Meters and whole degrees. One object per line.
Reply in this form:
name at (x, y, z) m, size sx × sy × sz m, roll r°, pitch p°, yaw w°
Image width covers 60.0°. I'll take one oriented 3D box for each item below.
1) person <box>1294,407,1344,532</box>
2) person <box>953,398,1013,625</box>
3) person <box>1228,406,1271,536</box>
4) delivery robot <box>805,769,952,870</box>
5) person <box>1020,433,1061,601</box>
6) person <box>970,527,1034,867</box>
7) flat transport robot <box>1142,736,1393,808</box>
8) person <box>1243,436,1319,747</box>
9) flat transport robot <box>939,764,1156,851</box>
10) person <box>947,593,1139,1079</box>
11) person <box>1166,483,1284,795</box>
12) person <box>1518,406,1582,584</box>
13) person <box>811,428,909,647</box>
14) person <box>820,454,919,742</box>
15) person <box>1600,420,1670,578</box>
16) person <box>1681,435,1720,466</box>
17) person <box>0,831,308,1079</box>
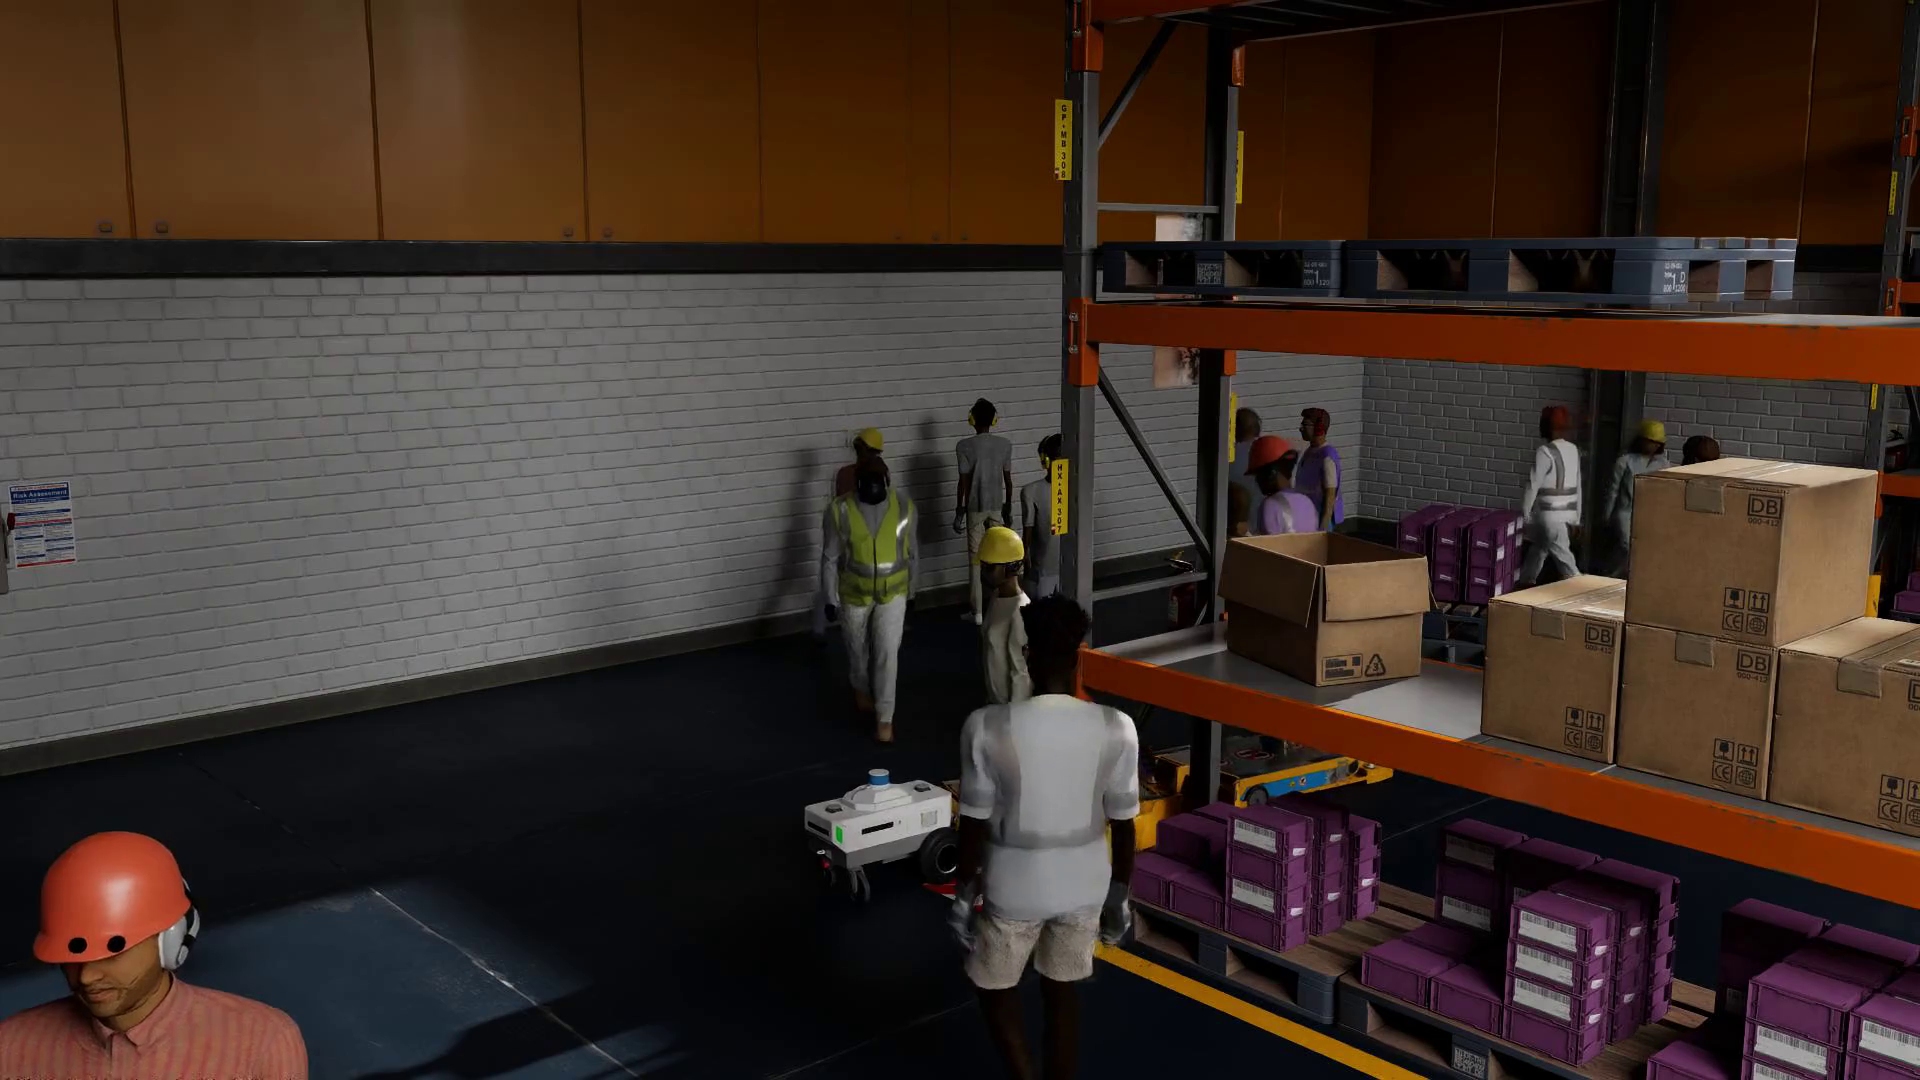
person at (2.833, -0.129, 13.201) m, size 0.390 × 1.847 × 0.562 m, roll -1°, pitch 10°, yaw -5°
person at (0.188, -0.233, 13.744) m, size 0.521 × 1.870 × 0.319 m, roll -4°, pitch 10°, yaw -20°
person at (2.140, -0.056, 12.609) m, size 0.637 × 1.915 × 0.902 m, roll -1°, pitch 10°, yaw -7°
delivery robot at (-0.392, 1.351, 8.038) m, size 0.707 × 0.478 × 0.477 m, roll -7°, pitch 12°, yaw -37°
person at (0.624, 0.227, 11.034) m, size 0.512 × 1.877 × 0.328 m, roll -7°, pitch 12°, yaw -36°
person at (0.217, 0.803, 8.017) m, size 0.349 × 1.761 × 0.530 m, roll -2°, pitch 10°, yaw -11°
flat transport robot at (1.722, 1.296, 9.467) m, size 1.431 × 0.197 × 0.652 m, roll -6°, pitch 11°, yaw -32°
person at (1.842, 0.403, 9.667) m, size 0.559 × 1.991 × 0.672 m, roll 8°, pitch 13°, yaw 41°
flat transport robot at (0.428, 1.415, 8.769) m, size 1.431 × 0.197 × 0.652 m, roll -3°, pitch 10°, yaw -18°
person at (0.286, 1.146, 5.432) m, size 0.641 × 1.950 × 0.594 m, roll -2°, pitch 10°, yaw -13°
person at (1.524, 0.580, 9.204) m, size 0.866 × 1.782 × 0.479 m, roll -3°, pitch 10°, yaw -20°
person at (4.842, -0.186, 13.638) m, size 1.044 × 1.829 × 0.577 m, roll 9°, pitch 13°, yaw 43°
person at (-0.813, -0.016, 12.962) m, size 0.576 × 1.703 × 0.942 m, roll 8°, pitch 13°, yaw 41°
person at (-0.582, 0.318, 10.728) m, size 0.635 × 1.808 × 0.904 m, roll -1°, pitch 10°, yaw -6°
person at (5.746, -0.216, 14.246) m, size 0.497 × 1.672 × 0.947 m, roll -2°, pitch 10°, yaw -12°
person at (4.940, 0.216, 11.199) m, size 0.626 × 1.843 × 0.430 m, roll -7°, pitch 12°, yaw -36°
person at (-1.536, 1.507, 3.185) m, size 0.612 × 1.995 × 0.393 m, roll -1°, pitch 10°, yaw -8°
